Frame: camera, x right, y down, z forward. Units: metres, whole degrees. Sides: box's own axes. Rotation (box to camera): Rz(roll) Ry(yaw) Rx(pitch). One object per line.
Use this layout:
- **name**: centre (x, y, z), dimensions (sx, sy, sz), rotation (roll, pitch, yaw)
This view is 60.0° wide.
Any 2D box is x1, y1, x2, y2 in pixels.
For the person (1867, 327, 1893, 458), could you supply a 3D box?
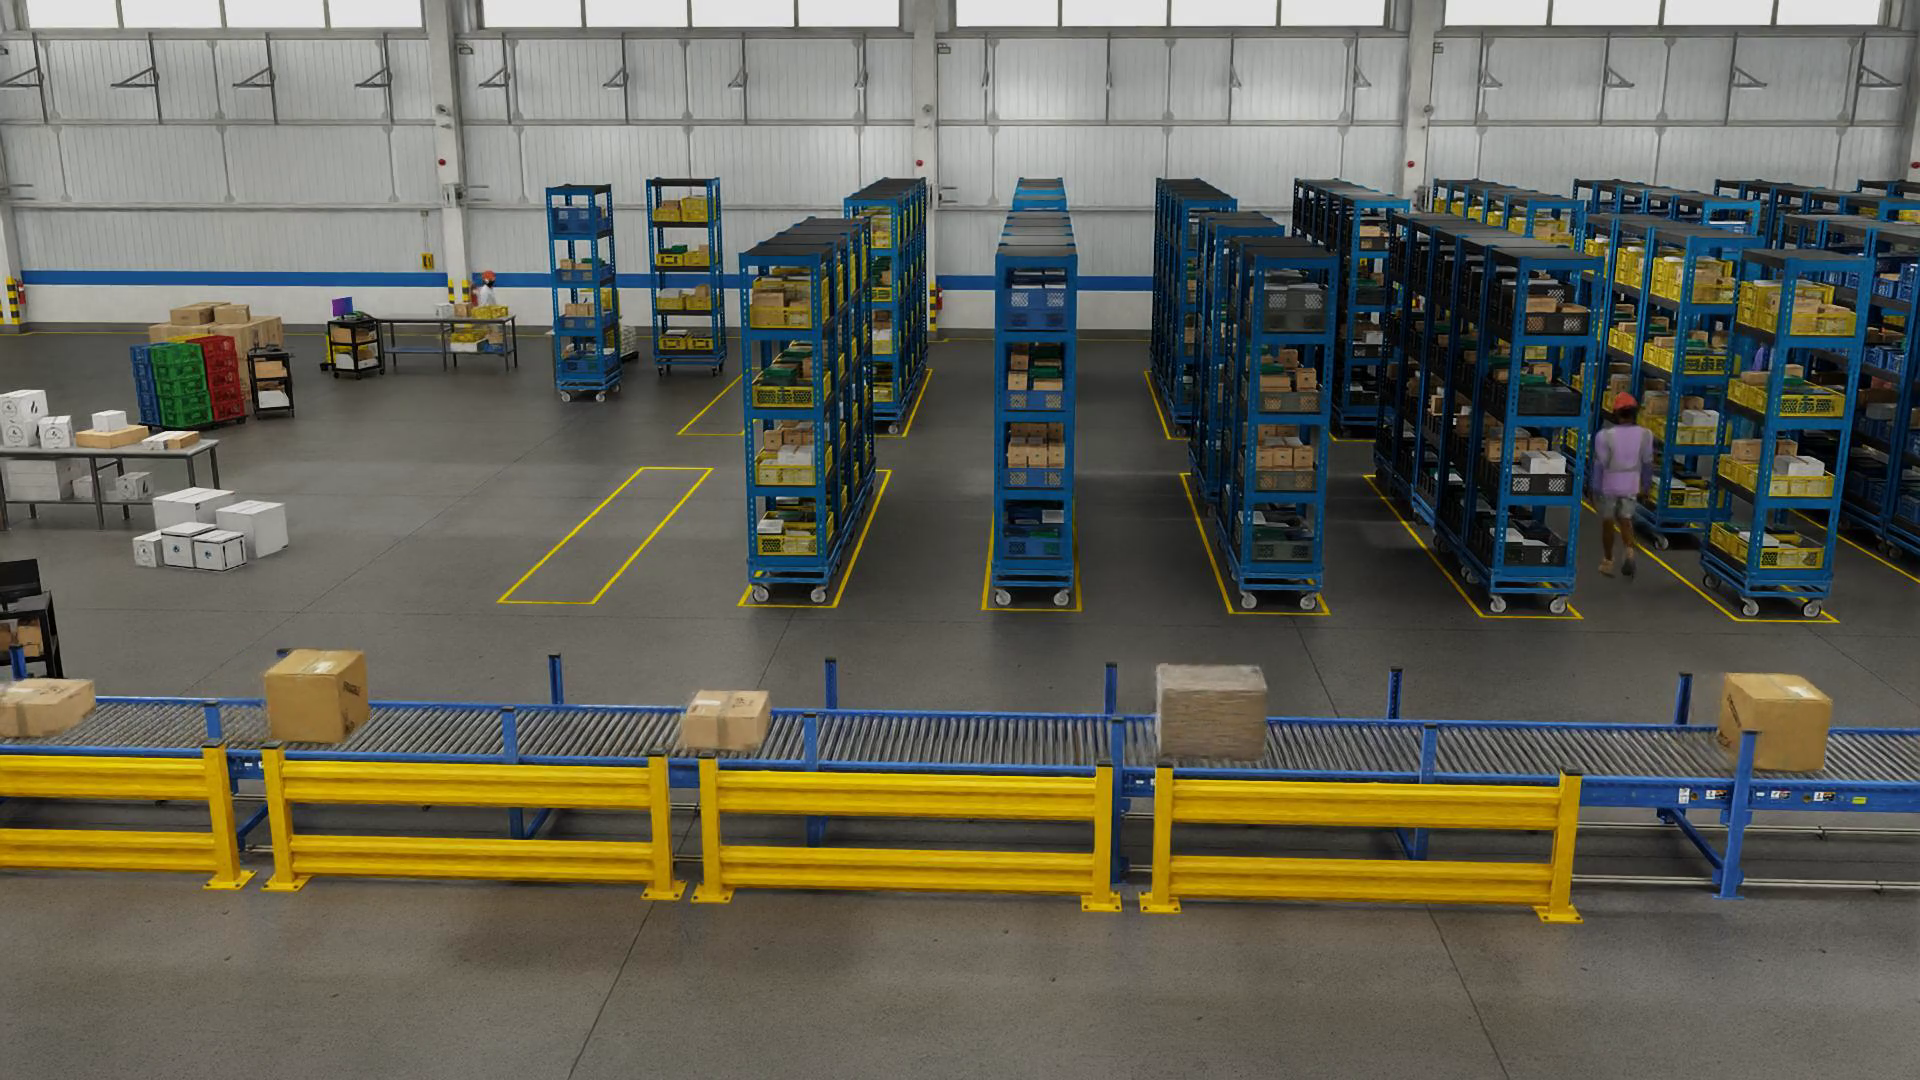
- **person**: centre (12.698, -2.012, 23.247), dimensions (0.393, 1.985, 0.611), rotation (-5, 16, -18)

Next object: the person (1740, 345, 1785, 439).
- **person**: centre (11.780, -2.155, 24.138), dimensions (0.972, 1.787, 0.585), rotation (-1, 15, -4)

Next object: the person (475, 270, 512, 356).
- **person**: centre (-9.392, -4.487, 32.943), dimensions (0.838, 1.719, 0.564), rotation (-3, 15, -10)

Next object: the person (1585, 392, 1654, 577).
- **person**: centre (7.072, -0.574, 17.844), dimensions (0.638, 2.022, 0.523), rotation (1, 15, 3)
